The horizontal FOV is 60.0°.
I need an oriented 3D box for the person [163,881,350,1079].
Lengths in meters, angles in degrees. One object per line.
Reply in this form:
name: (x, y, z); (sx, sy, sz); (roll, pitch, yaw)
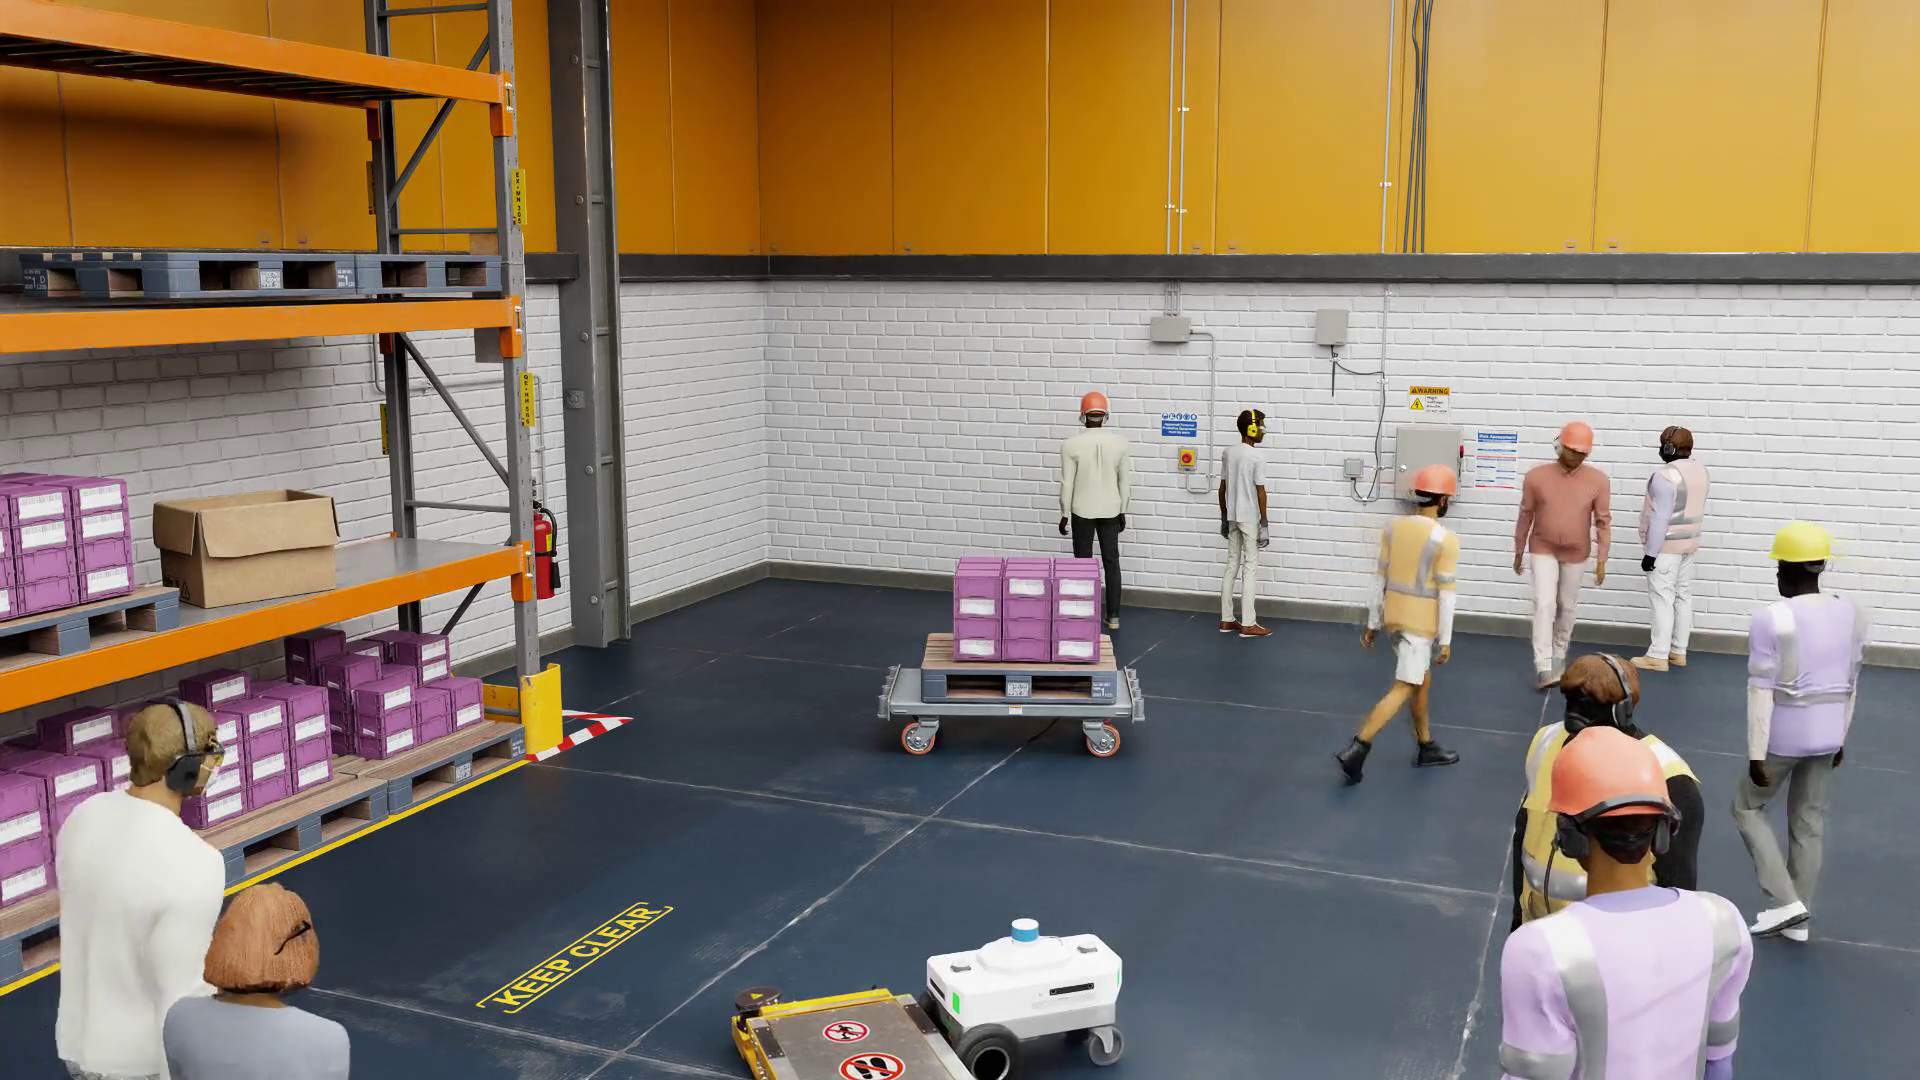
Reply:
person: (-1.646, 1.590, 4.010); (0.513, 1.585, 0.857); (2, 10, 10)

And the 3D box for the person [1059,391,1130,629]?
person: (1.113, -0.238, 13.860); (0.612, 1.996, 0.388); (-2, 10, -13)

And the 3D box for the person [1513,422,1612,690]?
person: (4.325, 0.100, 11.979); (0.647, 1.927, 1.044); (3, 10, 15)

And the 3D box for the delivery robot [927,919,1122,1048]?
delivery robot: (0.247, 1.681, 6.304); (0.707, 0.478, 0.477); (-3, 10, -19)

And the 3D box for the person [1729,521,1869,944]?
person: (3.725, 0.865, 7.440); (0.590, 1.912, 0.410); (-2, 10, -10)

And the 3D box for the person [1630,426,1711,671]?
person: (5.333, 0.061, 12.519); (0.633, 1.842, 0.429); (-7, 12, -37)

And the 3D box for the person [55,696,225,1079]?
person: (-2.220, 1.373, 4.366); (0.643, 1.910, 0.660); (6, 11, 32)

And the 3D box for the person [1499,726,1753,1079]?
person: (1.416, 1.417, 3.714); (0.605, 2.035, 0.392); (-3, 10, -18)

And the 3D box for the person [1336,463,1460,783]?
person: (2.602, 0.492, 9.809); (0.977, 1.892, 0.571); (-5, 11, -28)

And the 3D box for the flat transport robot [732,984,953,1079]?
flat transport robot: (-0.345, 1.933, 5.921); (0.652, 0.197, 1.431); (-3, 10, -19)

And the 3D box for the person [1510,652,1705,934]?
person: (1.997, 1.254, 5.293); (0.429, 1.839, 0.634); (-5, 11, -29)

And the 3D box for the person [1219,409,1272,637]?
person: (2.344, -0.138, 13.675); (0.314, 1.858, 0.533); (-6, 11, -34)
